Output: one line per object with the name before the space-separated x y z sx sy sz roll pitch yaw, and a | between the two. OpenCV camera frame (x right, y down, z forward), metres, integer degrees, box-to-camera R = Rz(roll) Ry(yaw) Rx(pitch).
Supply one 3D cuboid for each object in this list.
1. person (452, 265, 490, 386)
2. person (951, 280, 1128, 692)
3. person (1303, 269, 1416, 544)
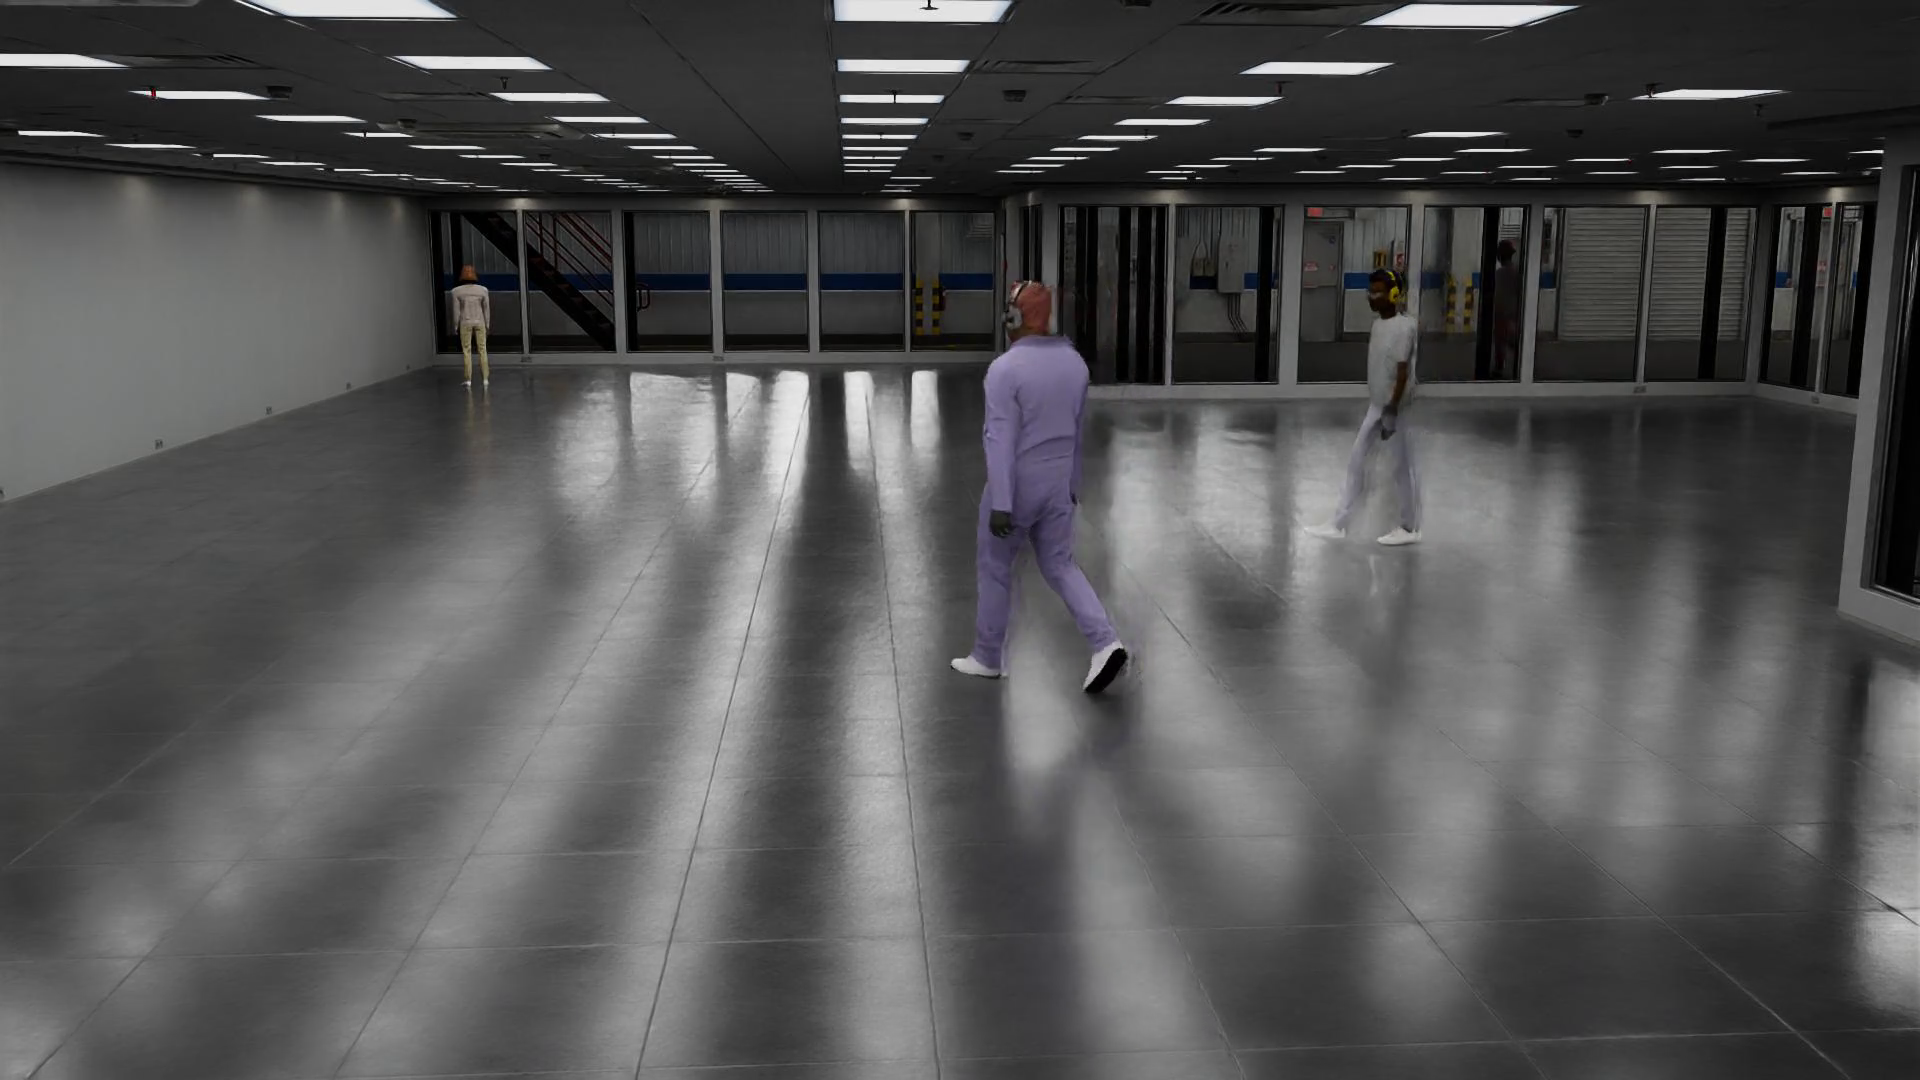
person | -6.617 -2.897 22.544 0.497 1.633 0.285 -5 12 -27
person | 0.365 -0.240 7.579 0.900 1.875 0.653 10 15 44
person | 2.702 -0.854 10.984 0.885 1.833 0.560 -3 11 -17
